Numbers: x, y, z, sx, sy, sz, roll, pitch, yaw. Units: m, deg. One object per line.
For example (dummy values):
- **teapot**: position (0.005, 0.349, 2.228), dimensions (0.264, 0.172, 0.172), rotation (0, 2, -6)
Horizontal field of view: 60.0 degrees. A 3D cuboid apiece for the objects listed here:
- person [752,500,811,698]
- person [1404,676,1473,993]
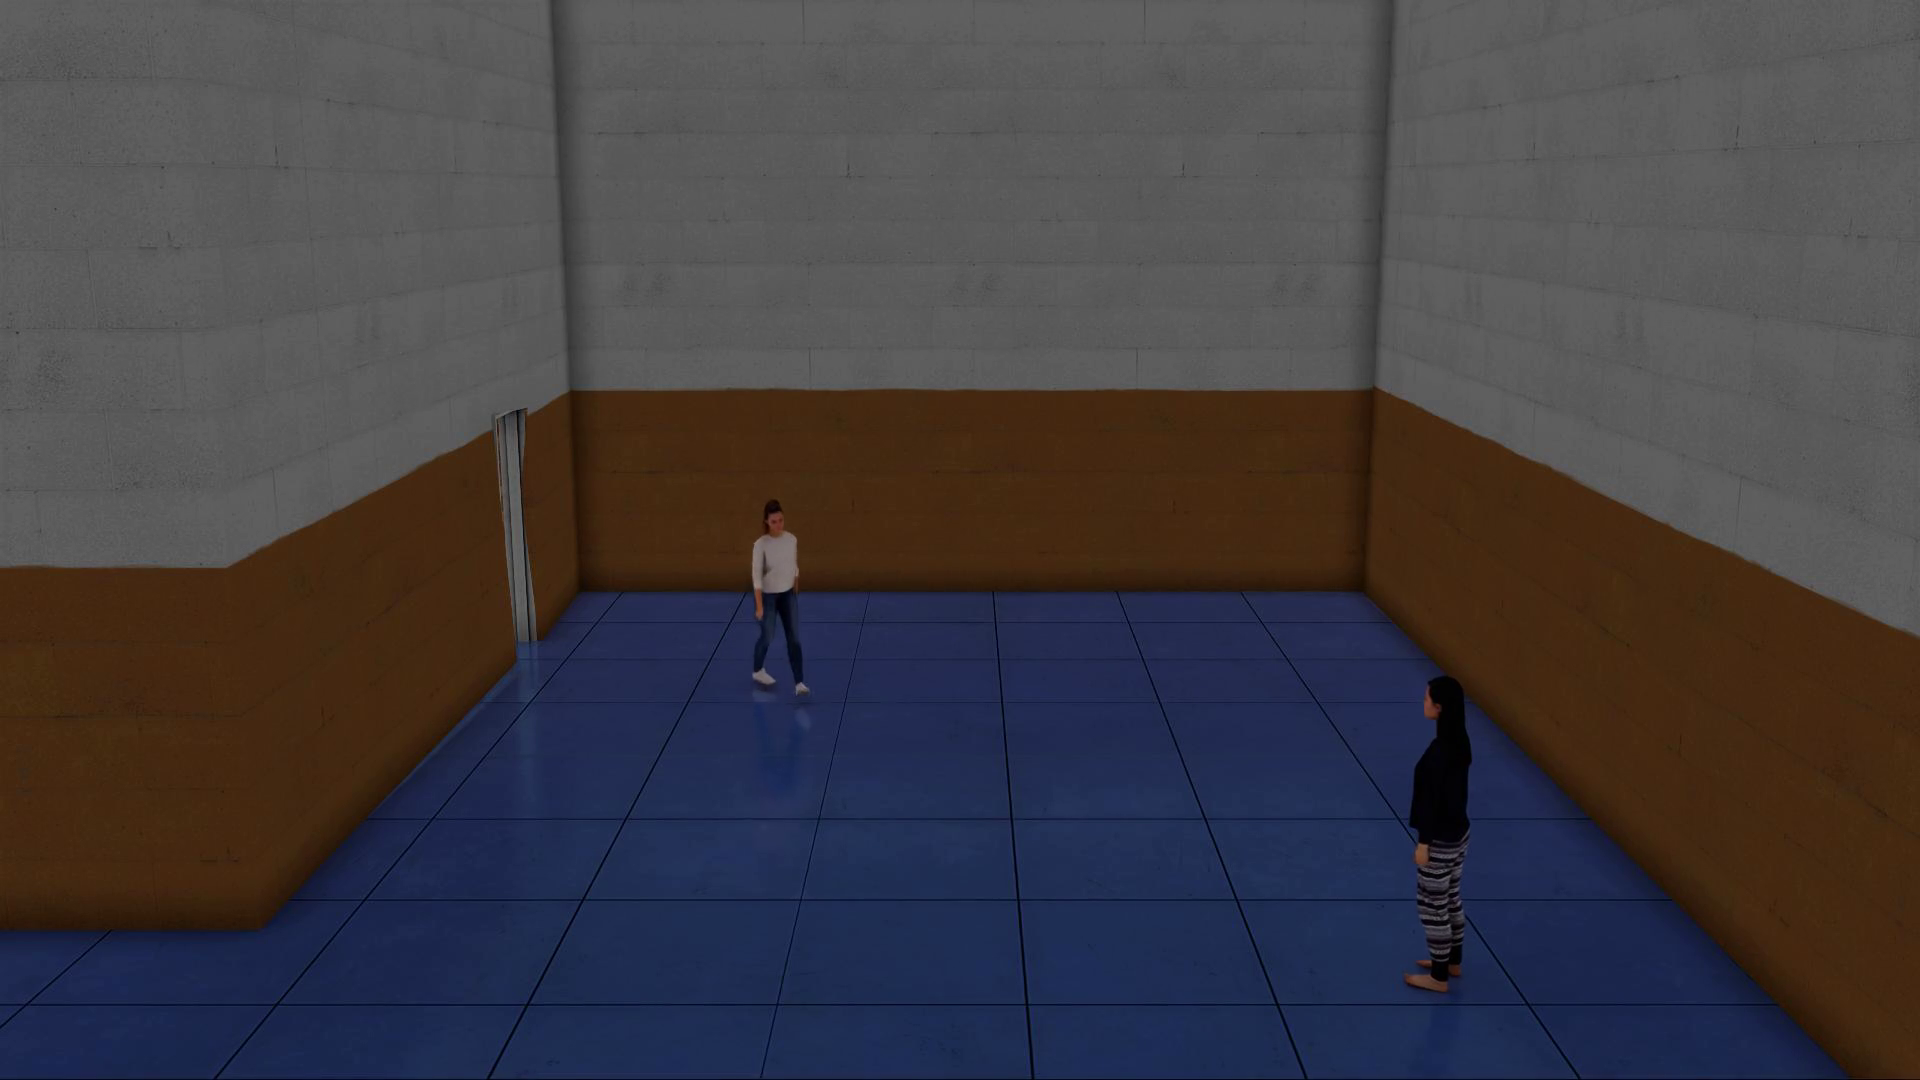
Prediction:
- **person**: position (-1.602, 0.505, 14.155), dimensions (1.172, 1.665, 1.144), rotation (-10, 15, -39)
- **person**: position (2.606, 1.567, 8.952), dimensions (0.699, 1.731, 0.677), rotation (8, 15, 35)
